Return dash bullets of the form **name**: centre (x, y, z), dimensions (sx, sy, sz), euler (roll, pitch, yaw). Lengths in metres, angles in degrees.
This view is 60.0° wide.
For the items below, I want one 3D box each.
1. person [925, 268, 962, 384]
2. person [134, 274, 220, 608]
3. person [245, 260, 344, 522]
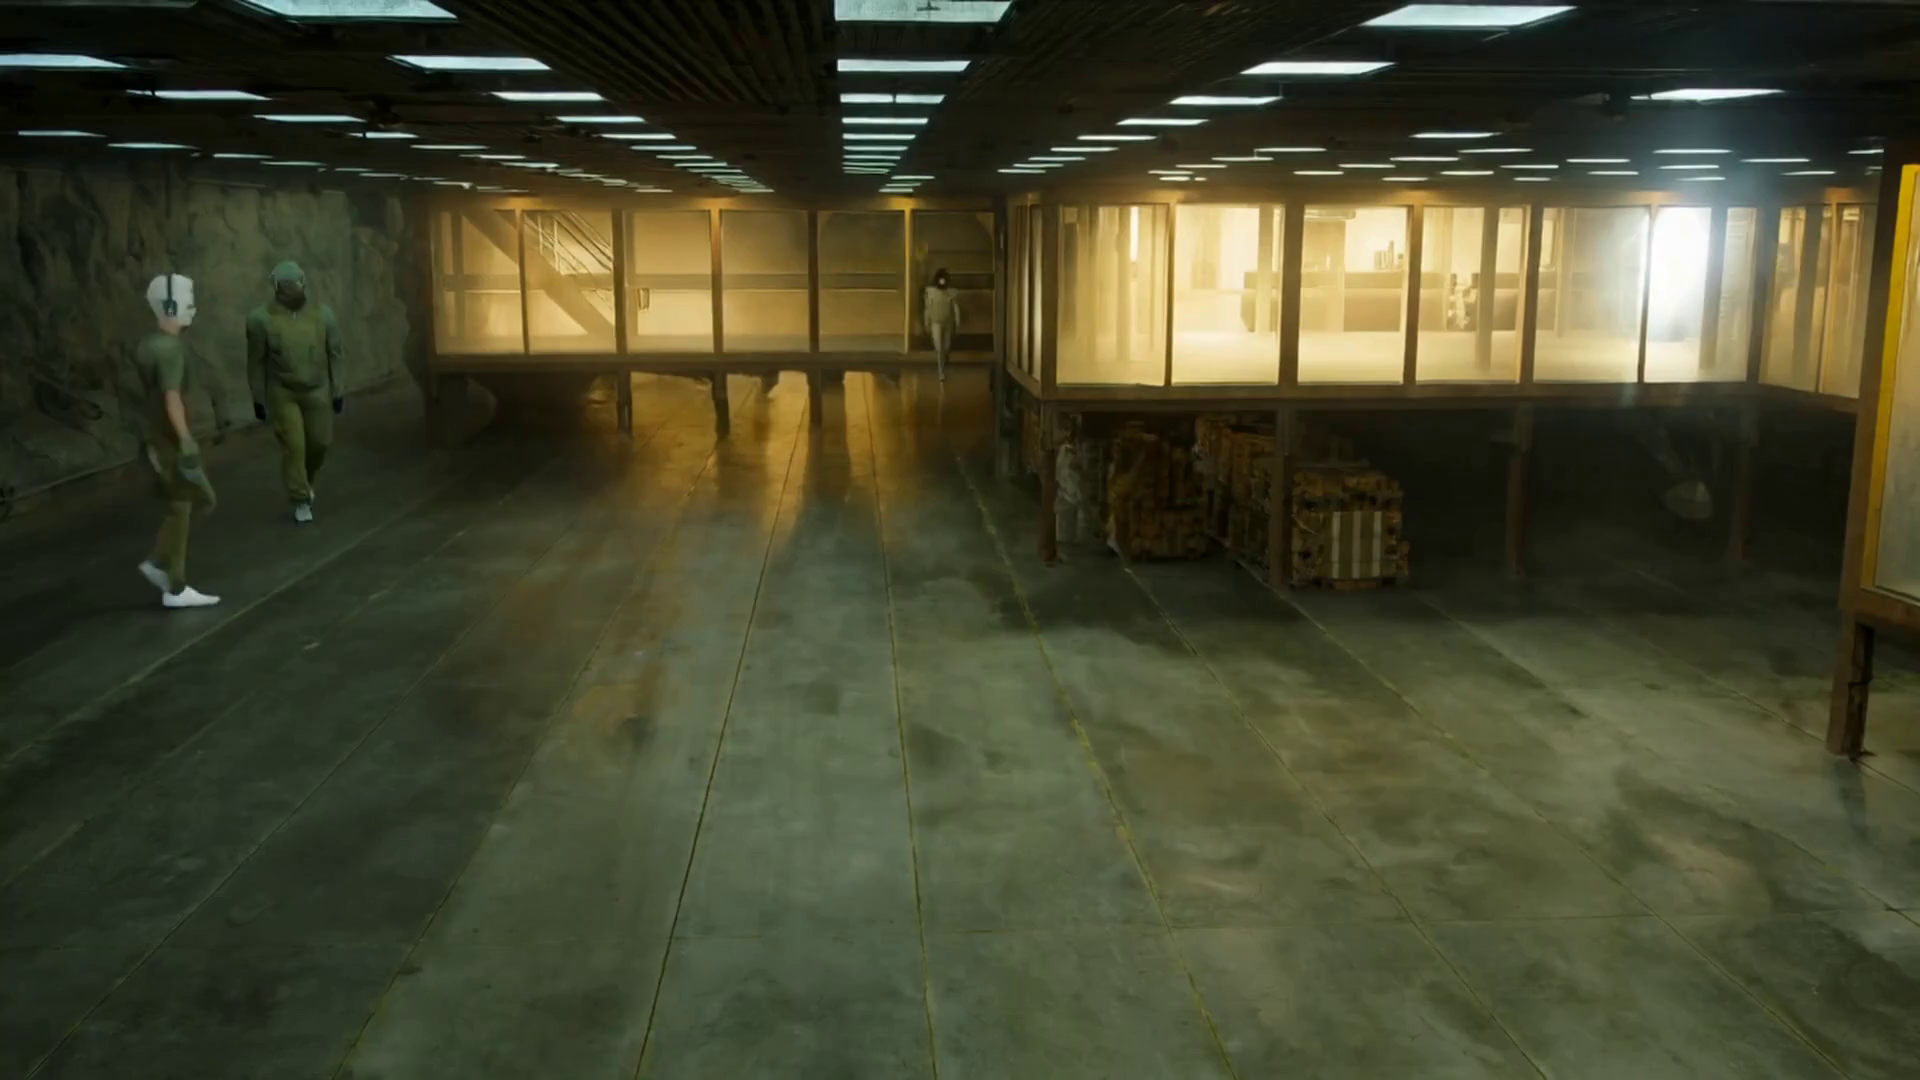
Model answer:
- **person**: centre (-0.241, -2.982, 23.113), dimensions (0.501, 1.604, 0.795), euler (-1, 11, -6)
- **person**: centre (-4.320, -0.532, 9.193), dimensions (0.391, 1.853, 0.561), euler (-6, 12, -29)
- **person**: centre (-4.866, -1.102, 12.197), dimensions (0.655, 1.889, 0.681), euler (-7, 12, -32)
